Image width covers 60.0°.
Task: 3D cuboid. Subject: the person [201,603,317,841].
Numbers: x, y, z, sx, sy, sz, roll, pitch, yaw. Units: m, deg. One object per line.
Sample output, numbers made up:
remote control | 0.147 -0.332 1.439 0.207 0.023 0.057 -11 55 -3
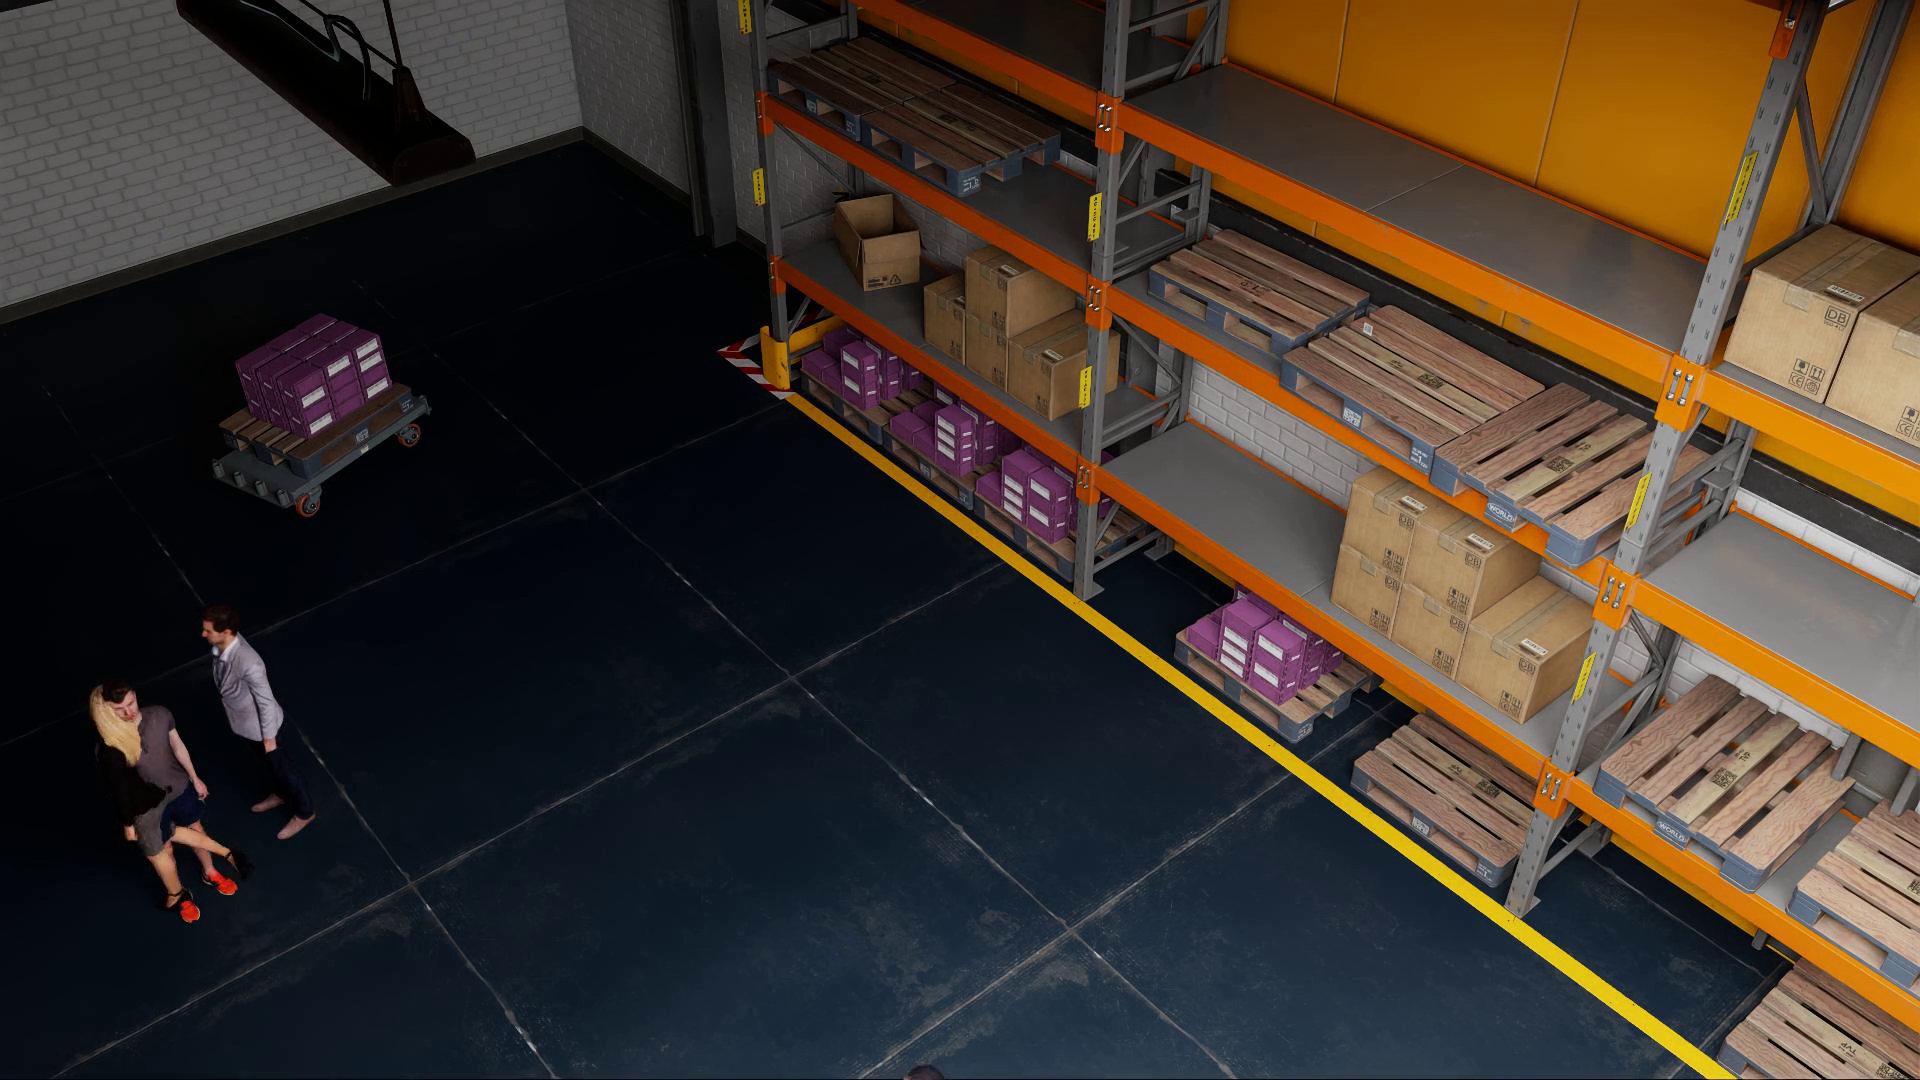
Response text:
person | -4.483 1.115 10.593 0.747 1.853 0.524 -31 48 -33

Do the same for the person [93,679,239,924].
person | -4.833 1.542 10.058 0.600 1.853 0.692 27 46 30

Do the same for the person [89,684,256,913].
person | -4.776 1.590 10.024 0.989 1.820 0.981 -5 39 -7
